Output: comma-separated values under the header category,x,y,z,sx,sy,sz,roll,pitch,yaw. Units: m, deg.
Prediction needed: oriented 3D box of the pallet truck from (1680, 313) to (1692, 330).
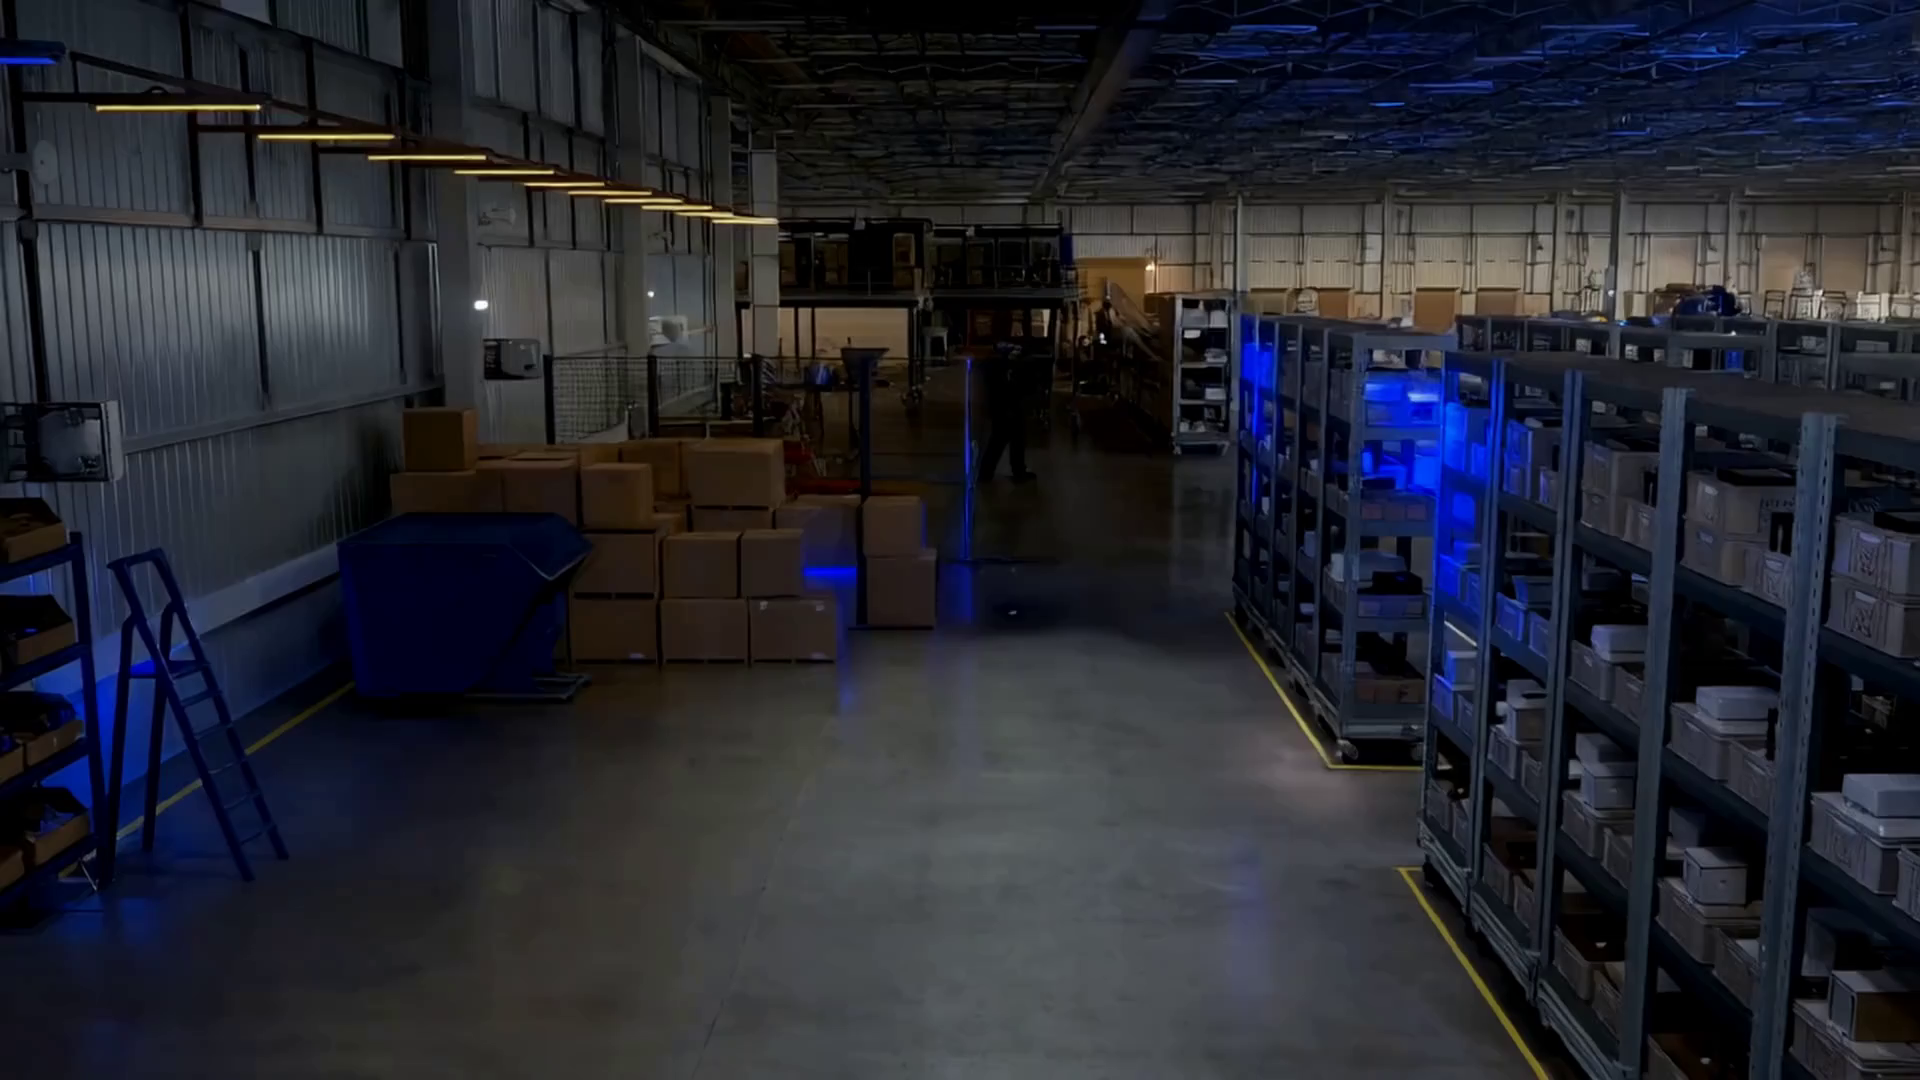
category,x,y,z,sx,sy,sz,roll,pitch,yaw
pallet truck,36.315,-10.531,84.244,0.823,1.965,1.885,-6,11,-33

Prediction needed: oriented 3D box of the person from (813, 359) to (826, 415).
category,x,y,z,sx,sy,sz,roll,pitch,yaw
person,-3.597,-3.679,42.398,0.661,1.852,0.991,-6,11,-31

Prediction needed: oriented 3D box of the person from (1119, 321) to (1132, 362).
category,x,y,z,sx,sy,sz,roll,pitch,yaw
person,7.422,-8.945,74.999,0.585,1.837,0.981,6,11,31

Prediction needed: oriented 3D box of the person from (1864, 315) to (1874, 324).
category,x,y,z,sx,sy,sz,roll,pitch,yaw
person,49.594,-11.416,90.698,0.609,1.680,0.550,-6,11,-34

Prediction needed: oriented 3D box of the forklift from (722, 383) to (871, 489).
category,x,y,z,sx,sy,sz,roll,pitch,yaw
forklift,-2.893,-1.687,28.729,2.680,1.987,1.157,0,9,-1

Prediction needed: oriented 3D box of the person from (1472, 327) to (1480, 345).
category,x,y,z,sx,sy,sz,roll,pitch,yaw
person,20.597,-7.574,66.457,0.436,1.858,0.513,-1,9,-8

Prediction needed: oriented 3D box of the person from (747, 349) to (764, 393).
category,x,y,z,sx,sy,sz,roll,pitch,yaw
person,-5.452,-4.042,44.128,0.417,2.036,0.601,6,11,32

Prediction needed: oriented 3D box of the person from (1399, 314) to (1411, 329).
category,x,y,z,sx,sy,sz,roll,pitch,yaw
person,23.148,-10.830,86.566,0.624,1.844,0.430,4,10,22

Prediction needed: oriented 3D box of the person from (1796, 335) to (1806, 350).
category,x,y,z,sx,sy,sz,roll,pitch,yaw
person,30.740,-6.687,60.921,0.328,1.872,0.515,-2,9,-11

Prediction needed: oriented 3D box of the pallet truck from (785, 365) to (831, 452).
category,x,y,z,sx,sy,sz,roll,pitch,yaw
pallet truck,-3.774,-2.976,37.635,1.885,1.965,0.823,1,9,5

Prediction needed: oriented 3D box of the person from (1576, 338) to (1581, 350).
category,x,y,z,sx,sy,sz,roll,pitch,yaw
person,24.292,-7.464,65.702,0.562,1.885,1.013,-2,9,-13

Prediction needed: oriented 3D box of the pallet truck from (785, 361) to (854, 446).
category,x,y,z,sx,sy,sz,roll,pitch,yaw
pallet truck,-3.410,-3.193,38.978,1.885,1.965,0.823,0,9,-1

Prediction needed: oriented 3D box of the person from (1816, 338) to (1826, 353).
category,x,y,z,sx,sy,sz,roll,pitch,yaw
person,30.324,-6.225,58.522,0.893,1.721,0.534,2,9,13

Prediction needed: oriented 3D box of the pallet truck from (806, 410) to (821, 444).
category,x,y,z,sx,sy,sz,roll,pitch,yaw
pallet truck,-3.559,-2.018,33.905,1.522,1.261,0.704,0,9,-1

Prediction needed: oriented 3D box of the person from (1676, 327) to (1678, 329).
category,x,y,z,sx,sy,sz,roll,pitch,yaw
person,32.664,-9.073,75.767,0.554,1.830,0.514,5,10,26

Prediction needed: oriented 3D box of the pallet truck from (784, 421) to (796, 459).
category,x,y,z,sx,sy,sz,roll,pitch,yaw
pallet truck,-4.013,-1.793,32.705,1.601,1.201,0.680,0,9,1

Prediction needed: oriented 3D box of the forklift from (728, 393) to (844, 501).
category,x,y,z,sx,sy,sz,roll,pitch,yaw
forklift,-2.979,-1.316,26.476,2.680,1.987,1.157,0,9,1

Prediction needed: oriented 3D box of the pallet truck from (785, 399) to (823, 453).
category,x,y,z,sx,sy,sz,roll,pitch,yaw
pallet truck,-3.814,-2.432,36.419,1.630,1.274,0.653,0,9,1

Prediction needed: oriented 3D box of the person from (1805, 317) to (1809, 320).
category,x,y,z,sx,sy,sz,roll,pitch,yaw
person,40.886,-9.831,80.318,0.605,1.880,1.008,5,10,26

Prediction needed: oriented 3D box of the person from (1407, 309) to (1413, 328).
category,x,y,z,sx,sy,sz,roll,pitch,yaw
person,25.594,-12.176,94.642,0.398,1.918,0.587,5,11,31
